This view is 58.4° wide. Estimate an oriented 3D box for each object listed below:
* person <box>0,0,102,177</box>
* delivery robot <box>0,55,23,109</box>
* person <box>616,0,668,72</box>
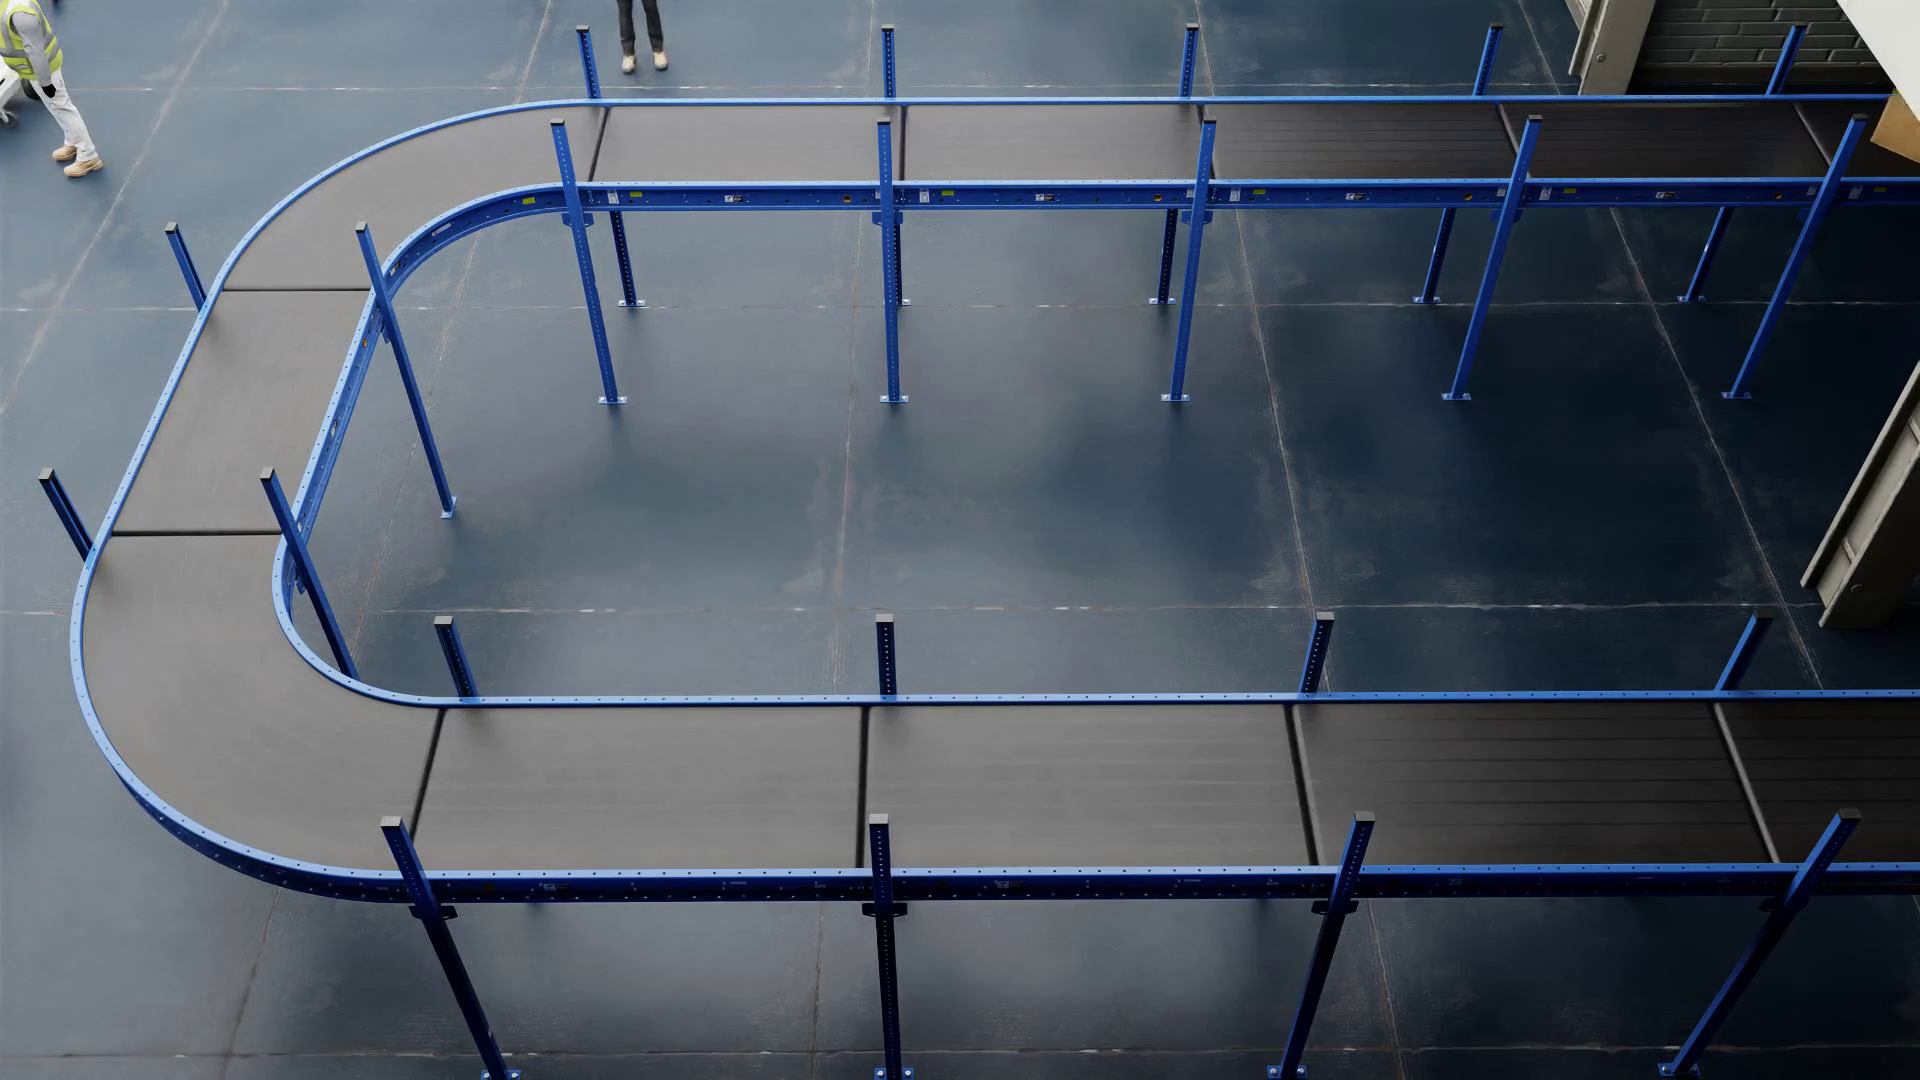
[{"bbox_3d":[-7.274,-3.741,13.520,0.430,1.836,0.619,-25,52,-22],"label":"person"},{"bbox_3d":[-8.181,-3.889,14.480,0.477,0.478,0.707,5,47,5],"label":"delivery robot"},{"bbox_3d":[-2.775,-4.849,14.542,0.515,1.842,0.328,-7,47,-6],"label":"person"}]
